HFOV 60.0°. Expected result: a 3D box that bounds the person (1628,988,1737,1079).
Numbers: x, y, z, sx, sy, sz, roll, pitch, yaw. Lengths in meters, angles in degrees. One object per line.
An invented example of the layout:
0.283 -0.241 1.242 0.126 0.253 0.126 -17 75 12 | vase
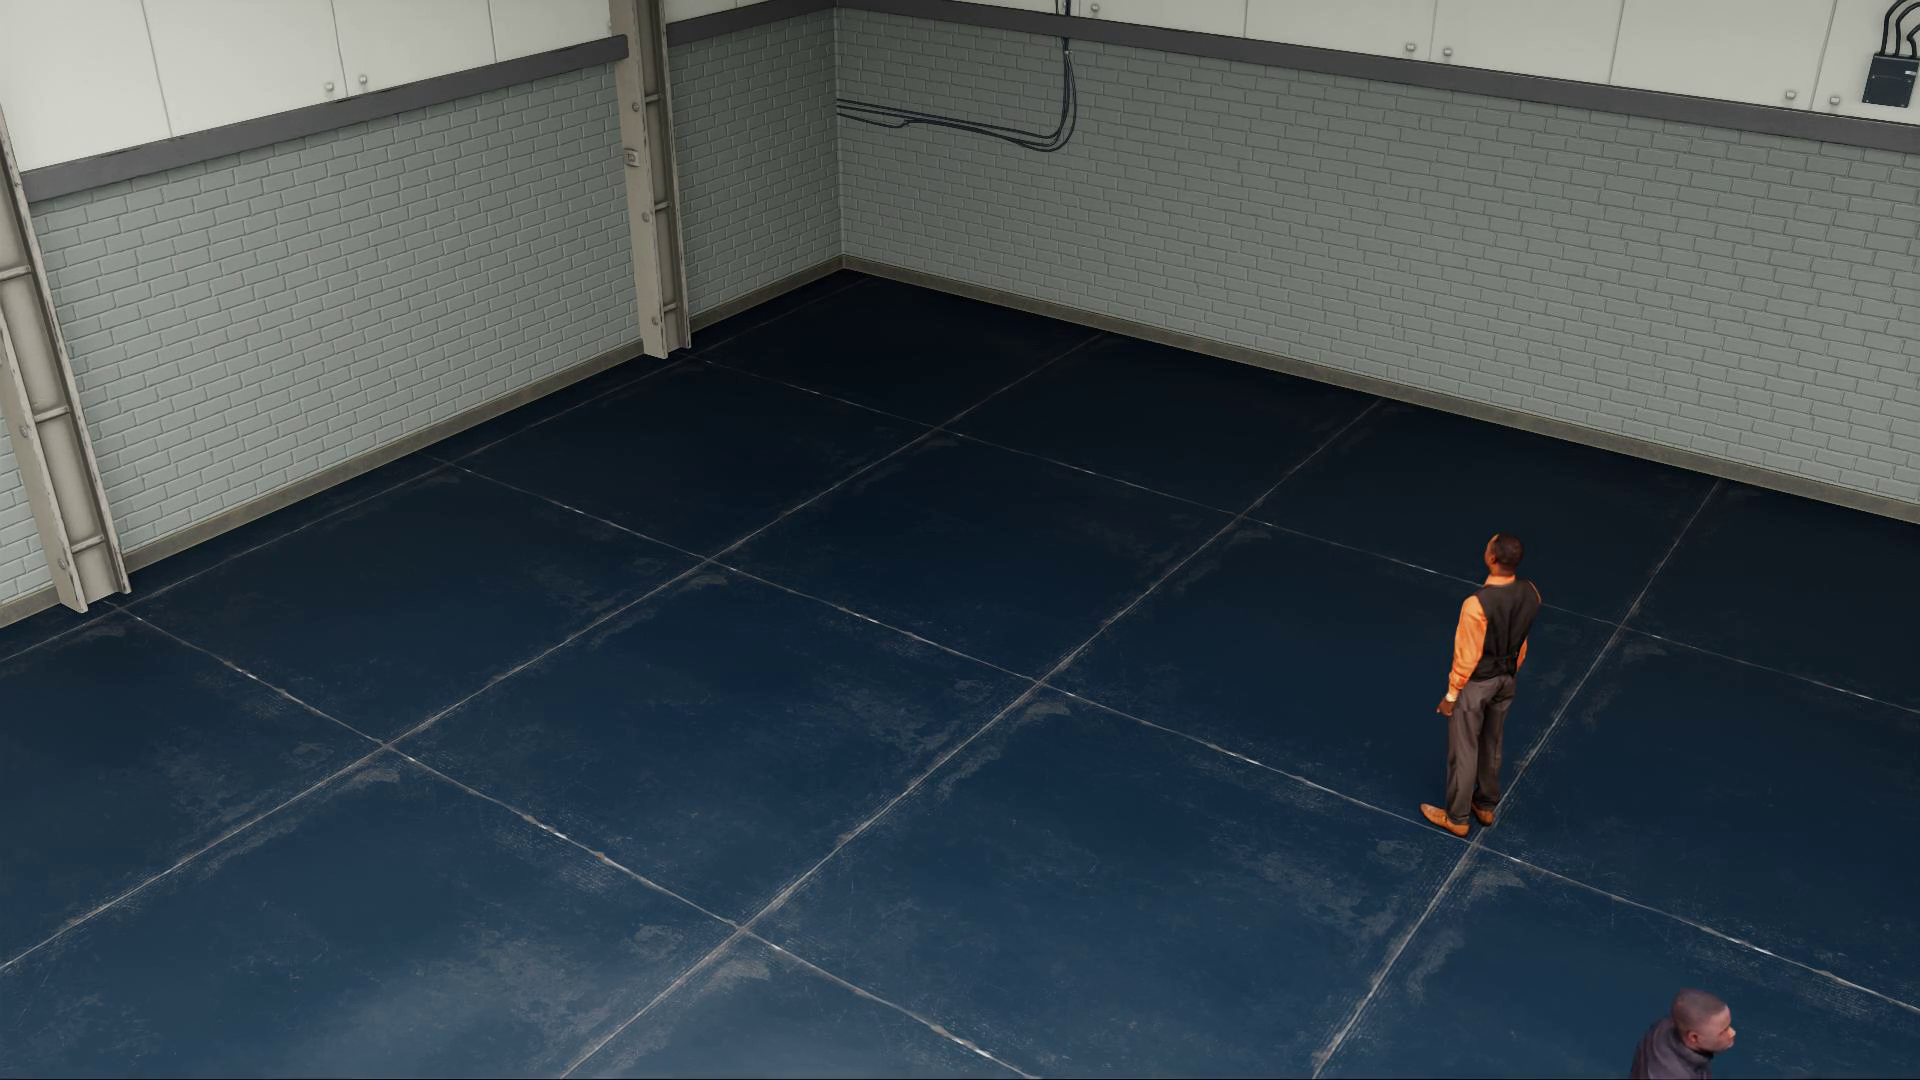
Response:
2.646 2.431 6.496 0.927 1.823 0.952 9 29 17 | person

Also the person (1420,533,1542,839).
2.978 0.822 9.426 0.717 1.908 0.845 -14 31 -24 | person
